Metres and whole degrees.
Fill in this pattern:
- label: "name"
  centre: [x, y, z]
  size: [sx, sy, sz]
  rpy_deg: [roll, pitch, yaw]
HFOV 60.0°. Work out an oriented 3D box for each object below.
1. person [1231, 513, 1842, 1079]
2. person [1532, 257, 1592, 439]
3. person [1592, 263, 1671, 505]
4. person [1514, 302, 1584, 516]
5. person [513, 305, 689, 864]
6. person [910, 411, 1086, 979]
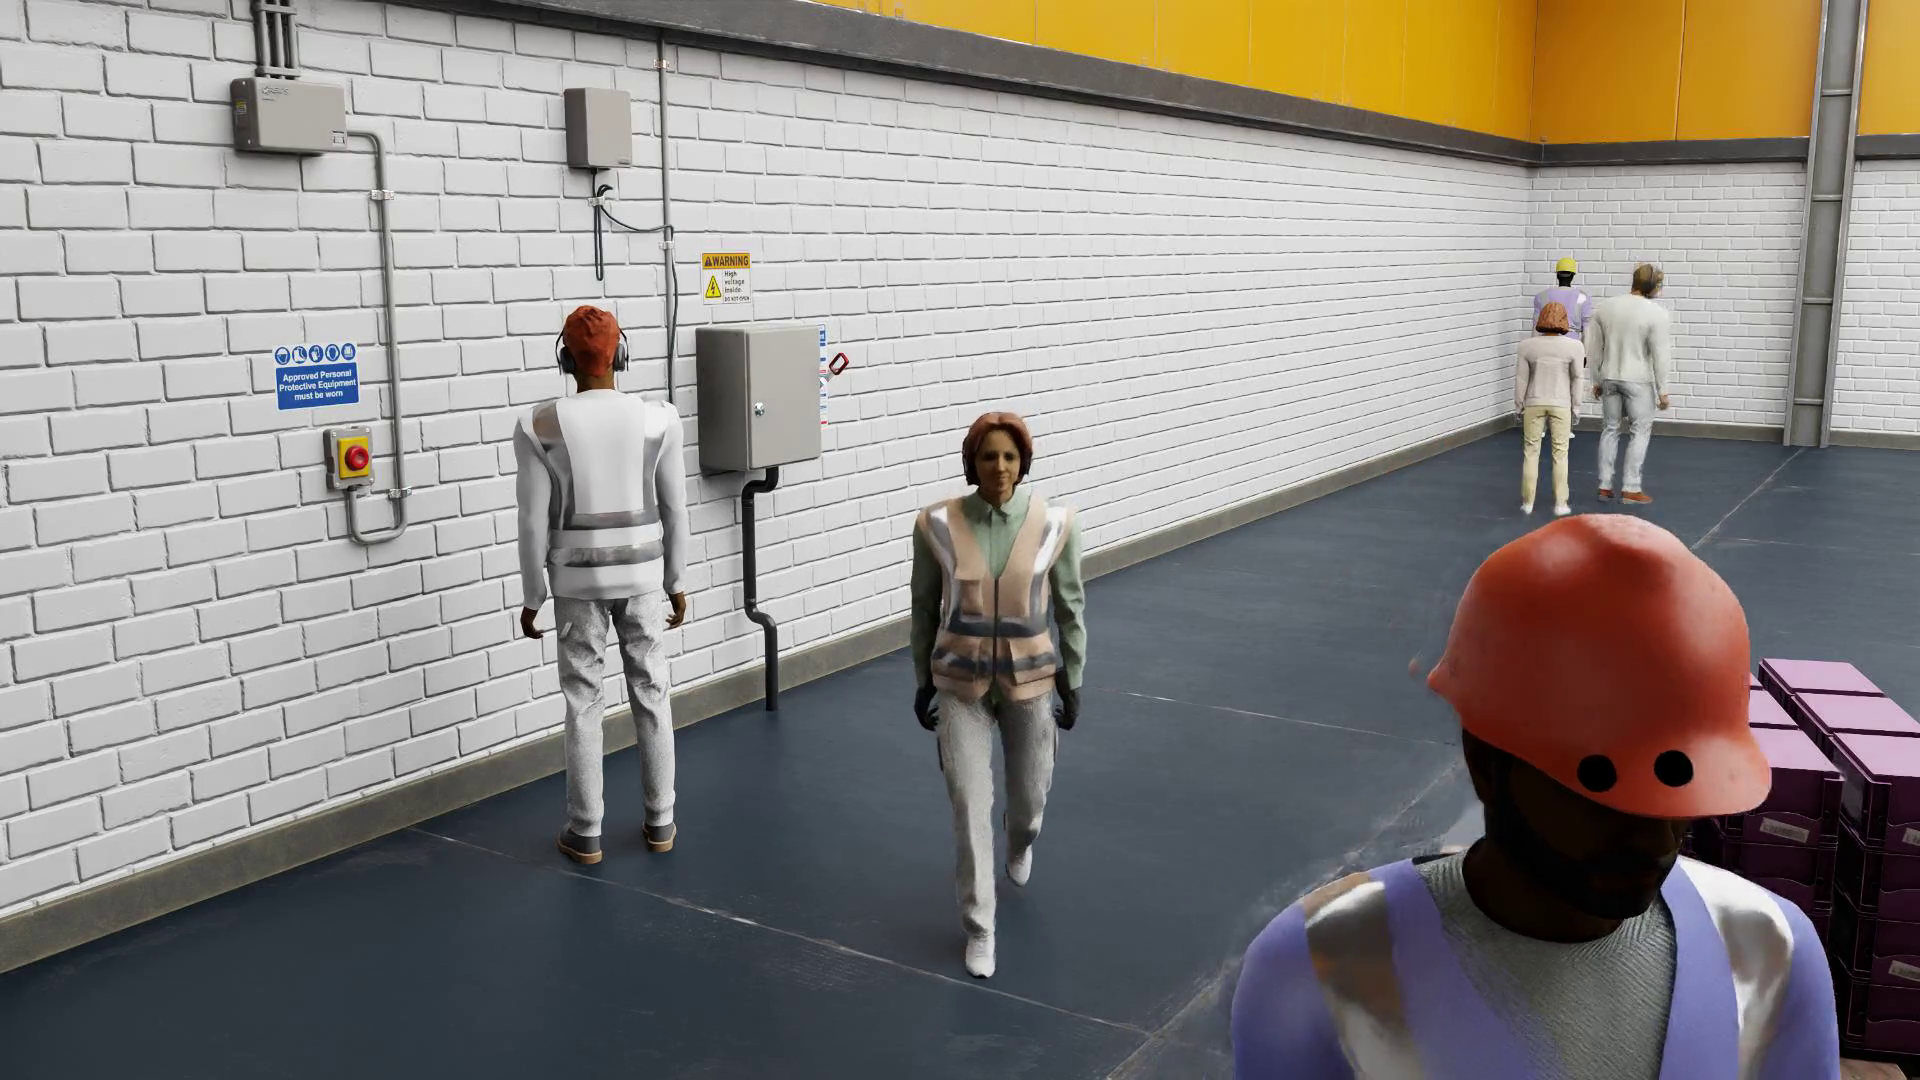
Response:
- label: "person"
  centre: [0.540, 0.908, 1.482]
  size: [0.550, 1.871, 1.012]
  rpy_deg: [-2, 10, -12]
- label: "person"
  centre: [6.358, -2.022, 17.619]
  size: [0.585, 1.919, 0.391]
  rpy_deg: [3, 11, 19]
- label: "person"
  centre: [5.321, -1.223, 13.264]
  size: [0.358, 1.915, 0.670]
  rpy_deg: [-7, 12, -34]
- label: "person"
  centre: [4.503, -1.003, 12.751]
  size: [0.501, 1.633, 0.285]
  rpy_deg: [5, 11, 25]
- label: "person"
  centre: [-1.201, 0.156, 5.631]
  size: [0.574, 1.887, 0.355]
  rpy_deg: [-4, 11, -22]
- label: "person"
  centre: [0.110, 0.409, 4.960]
  size: [0.515, 1.624, 0.659]
  rpy_deg: [0, 10, 1]
